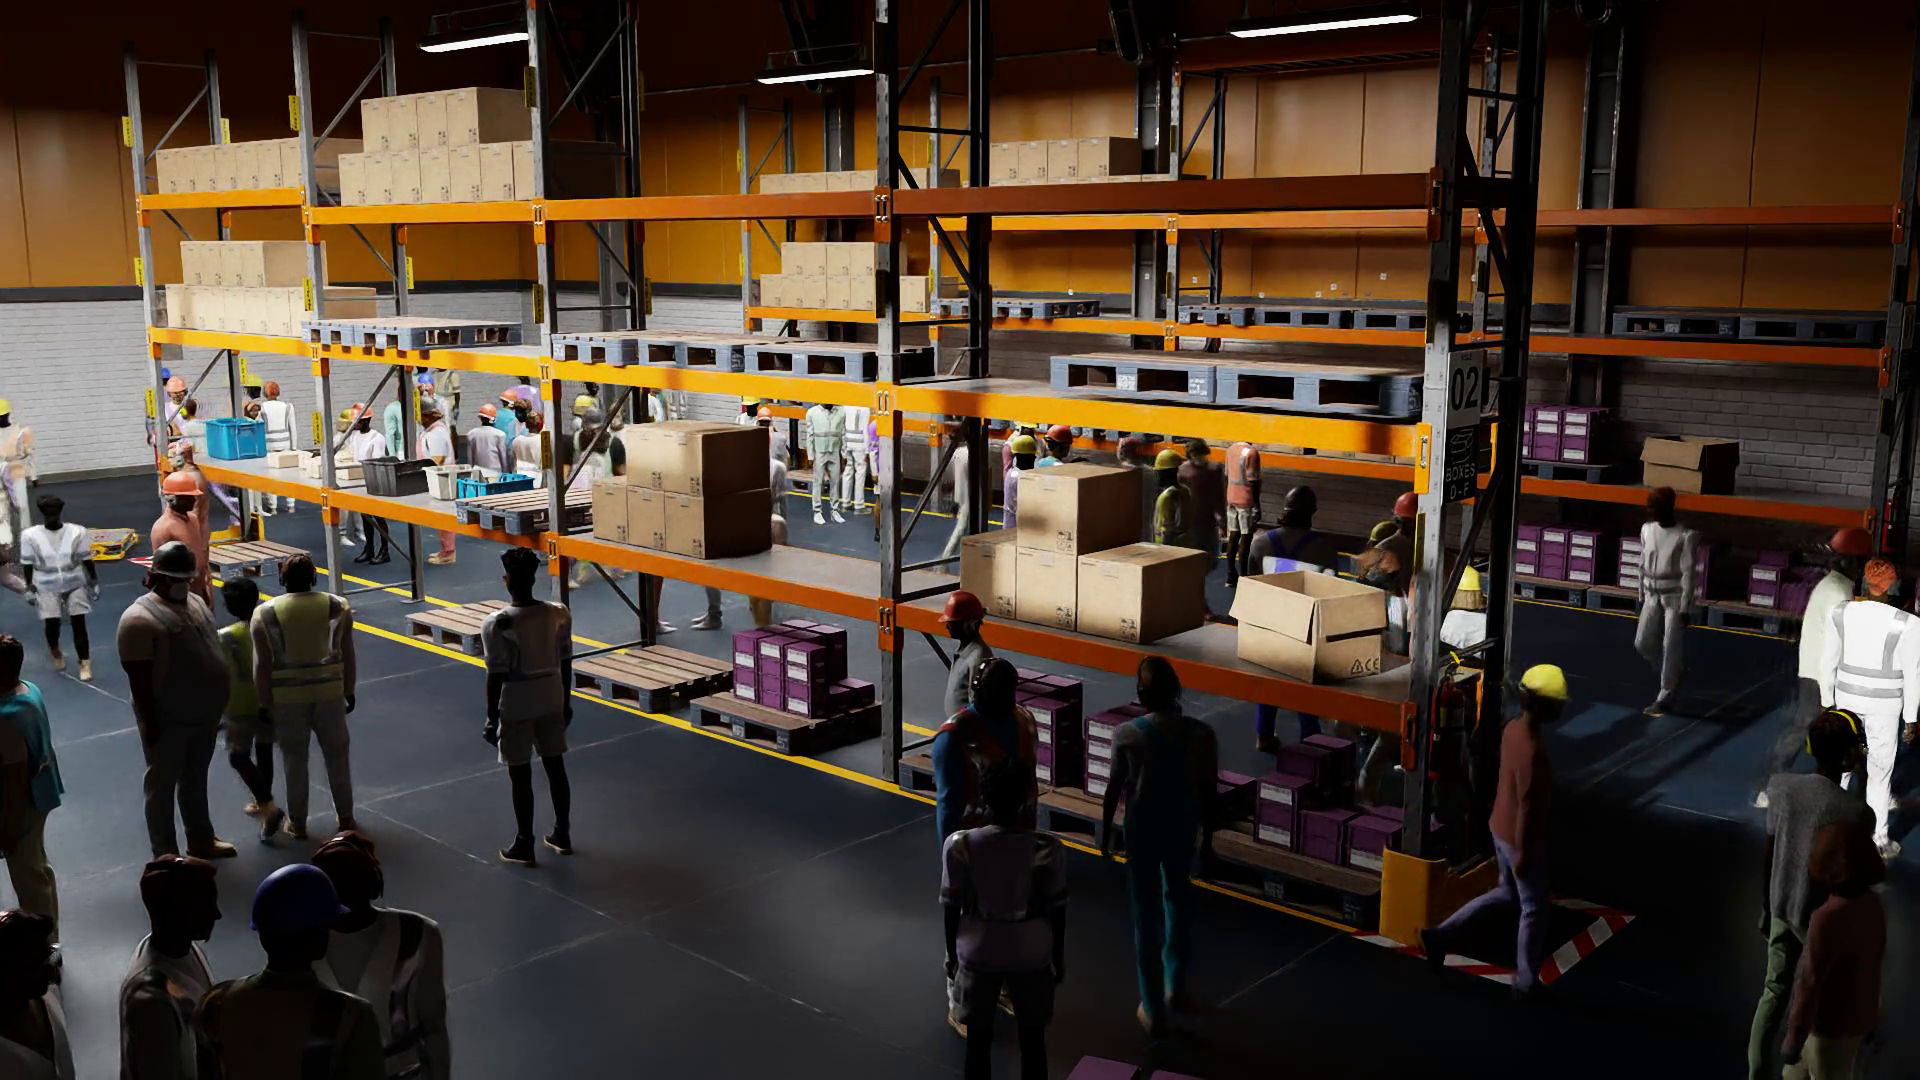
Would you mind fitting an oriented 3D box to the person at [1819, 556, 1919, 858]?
[{"bbox_3d":[5.634,1.030,10.307,0.342,1.882,0.586,-8,13,-38],"label":"person"}]

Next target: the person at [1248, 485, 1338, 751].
[{"bbox_3d":[2.502,0.587,12.372,0.683,2.000,0.535,6,12,32],"label":"person"}]

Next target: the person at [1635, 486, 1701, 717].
[{"bbox_3d":[5.728,0.485,13.425,0.480,1.871,0.608,-5,11,-28],"label":"person"}]

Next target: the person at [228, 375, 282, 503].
[{"bbox_3d":[-10.407,-1.491,24.566,0.971,1.882,0.603,-4,11,-22],"label":"person"}]

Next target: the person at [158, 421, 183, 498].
[{"bbox_3d":[-9.707,-0.656,20.584,0.292,1.623,0.509,3,10,16],"label":"person"}]

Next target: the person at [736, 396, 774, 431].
[{"bbox_3d":[-2.716,-1.035,21.902,0.600,1.913,0.405,6,12,31],"label":"person"}]

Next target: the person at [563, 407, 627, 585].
[{"bbox_3d":[-4.091,-0.524,18.652,0.712,2.000,0.812,-1,10,-8],"label":"person"}]

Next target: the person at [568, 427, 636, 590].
[{"bbox_3d":[-4.087,-0.368,18.519,0.992,1.790,0.581,-7,12,-33],"label":"person"}]

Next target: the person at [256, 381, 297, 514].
[{"bbox_3d":[-9.672,-1.304,23.503,0.584,1.883,0.344,-8,13,-38],"label":"person"}]

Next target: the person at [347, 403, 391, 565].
[{"bbox_3d":[-7.051,-0.668,19.779,0.543,1.932,0.385,6,12,31],"label":"person"}]

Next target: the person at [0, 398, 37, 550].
[{"bbox_3d":[-11.823,-0.812,20.658,0.595,1.911,0.444,-4,11,-19],"label":"person"}]

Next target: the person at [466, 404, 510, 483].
[{"bbox_3d":[-6.076,-0.886,21.512,0.574,1.749,0.333,2,10,12],"label":"person"}]

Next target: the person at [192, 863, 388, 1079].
[{"bbox_3d":[-1.981,1.930,5.050,0.615,1.943,0.403,2,10,11],"label":"person"}]

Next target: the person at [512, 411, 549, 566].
[{"bbox_3d":[-5.052,-0.609,19.734,0.562,1.836,0.398,4,11,24],"label":"person"}]

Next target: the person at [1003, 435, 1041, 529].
[{"bbox_3d":[0.614,-0.080,16.466,0.366,1.926,0.592,-1,10,-4],"label":"person"}]

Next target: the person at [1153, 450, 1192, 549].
[{"bbox_3d":[1.929,0.128,15.309,0.390,1.920,0.590,5,11,26],"label":"person"}]

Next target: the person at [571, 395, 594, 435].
[{"bbox_3d":[-5.177,-1.122,22.909,0.320,1.737,0.483,-4,11,-23],"label":"person"}]

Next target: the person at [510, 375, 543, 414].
[{"bbox_3d":[-6.829,-1.817,26.399,0.613,1.881,0.894,2,10,9],"label":"person"}]

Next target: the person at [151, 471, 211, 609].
[{"bbox_3d":[-6.249,0.431,13.421,0.408,1.987,0.614,0,10,1],"label":"person"}]

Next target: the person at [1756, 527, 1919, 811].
[{"bbox_3d":[5.817,0.892,10.917,1.011,1.941,0.621,7,12,33],"label":"person"}]

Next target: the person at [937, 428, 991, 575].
[{"bbox_3d":[0.151,-0.424,18.737,0.995,1.809,0.536,-4,11,-22],"label":"person"}]

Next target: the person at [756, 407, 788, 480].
[{"bbox_3d":[-2.461,-0.805,21.052,0.566,1.750,0.341,-3,10,-17],"label":"person"}]

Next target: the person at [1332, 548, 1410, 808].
[{"bbox_3d":[2.685,0.952,10.934,0.674,1.816,0.471,-4,11,-22],"label":"person"}]

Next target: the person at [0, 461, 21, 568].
[{"bbox_3d":[-11.048,-0.352,18.947,0.569,1.579,0.866,-2,10,-14],"label":"person"}]

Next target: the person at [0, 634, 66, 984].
[{"bbox_3d":[-4.778,1.374,8.470,0.389,1.847,0.567,-4,11,-23],"label":"person"}]

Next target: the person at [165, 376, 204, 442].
[{"bbox_3d":[-10.469,-1.187,22.394,0.615,2.041,0.391,-5,11,-25],"label":"person"}]

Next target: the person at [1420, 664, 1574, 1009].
[{"bbox_3d":[2.706,1.462,8.280,0.676,1.738,0.546,1,10,5],"label":"person"}]

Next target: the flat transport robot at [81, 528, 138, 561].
[{"bbox_3d":[-10.576,0.044,20.444,0.652,0.197,1.431,-3,11,-18],"label":"flat transport robot"}]

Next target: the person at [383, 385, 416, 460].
[{"bbox_3d":[-7.639,-1.230,22.971,0.376,1.932,0.629,6,12,32],"label":"person"}]

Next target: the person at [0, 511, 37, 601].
[{"bbox_3d":[-9.307,0.046,16.118,0.851,1.804,0.600,-5,11,-28],"label":"person"}]

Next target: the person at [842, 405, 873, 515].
[{"bbox_3d":[-1.456,-1.295,23.490,0.344,1.878,0.575,-9,14,-43],"label":"person"}]

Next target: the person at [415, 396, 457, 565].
[{"bbox_3d":[-6.284,-0.726,19.798,0.538,2.000,0.692,-3,11,-18],"label":"person"}]

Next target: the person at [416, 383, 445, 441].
[{"bbox_3d":[-7.348,-1.229,23.062,0.401,1.899,0.636,0,10,-1],"label":"person"}]

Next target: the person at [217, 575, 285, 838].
[{"bbox_3d":[-4.513,1.060,10.723,0.718,1.680,0.574,8,13,37],"label":"person"}]

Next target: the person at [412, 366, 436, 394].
[{"bbox_3d":[-9.077,-2.136,28.109,0.587,1.920,0.391,4,11,22],"label":"person"}]

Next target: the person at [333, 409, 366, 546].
[{"bbox_3d":[-7.708,-0.792,21.039,0.340,1.737,0.494,3,10,15],"label":"person"}]

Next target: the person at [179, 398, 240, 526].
[{"bbox_3d":[-9.792,-0.932,21.622,0.878,1.826,0.570,2,10,12],"label":"person"}]
